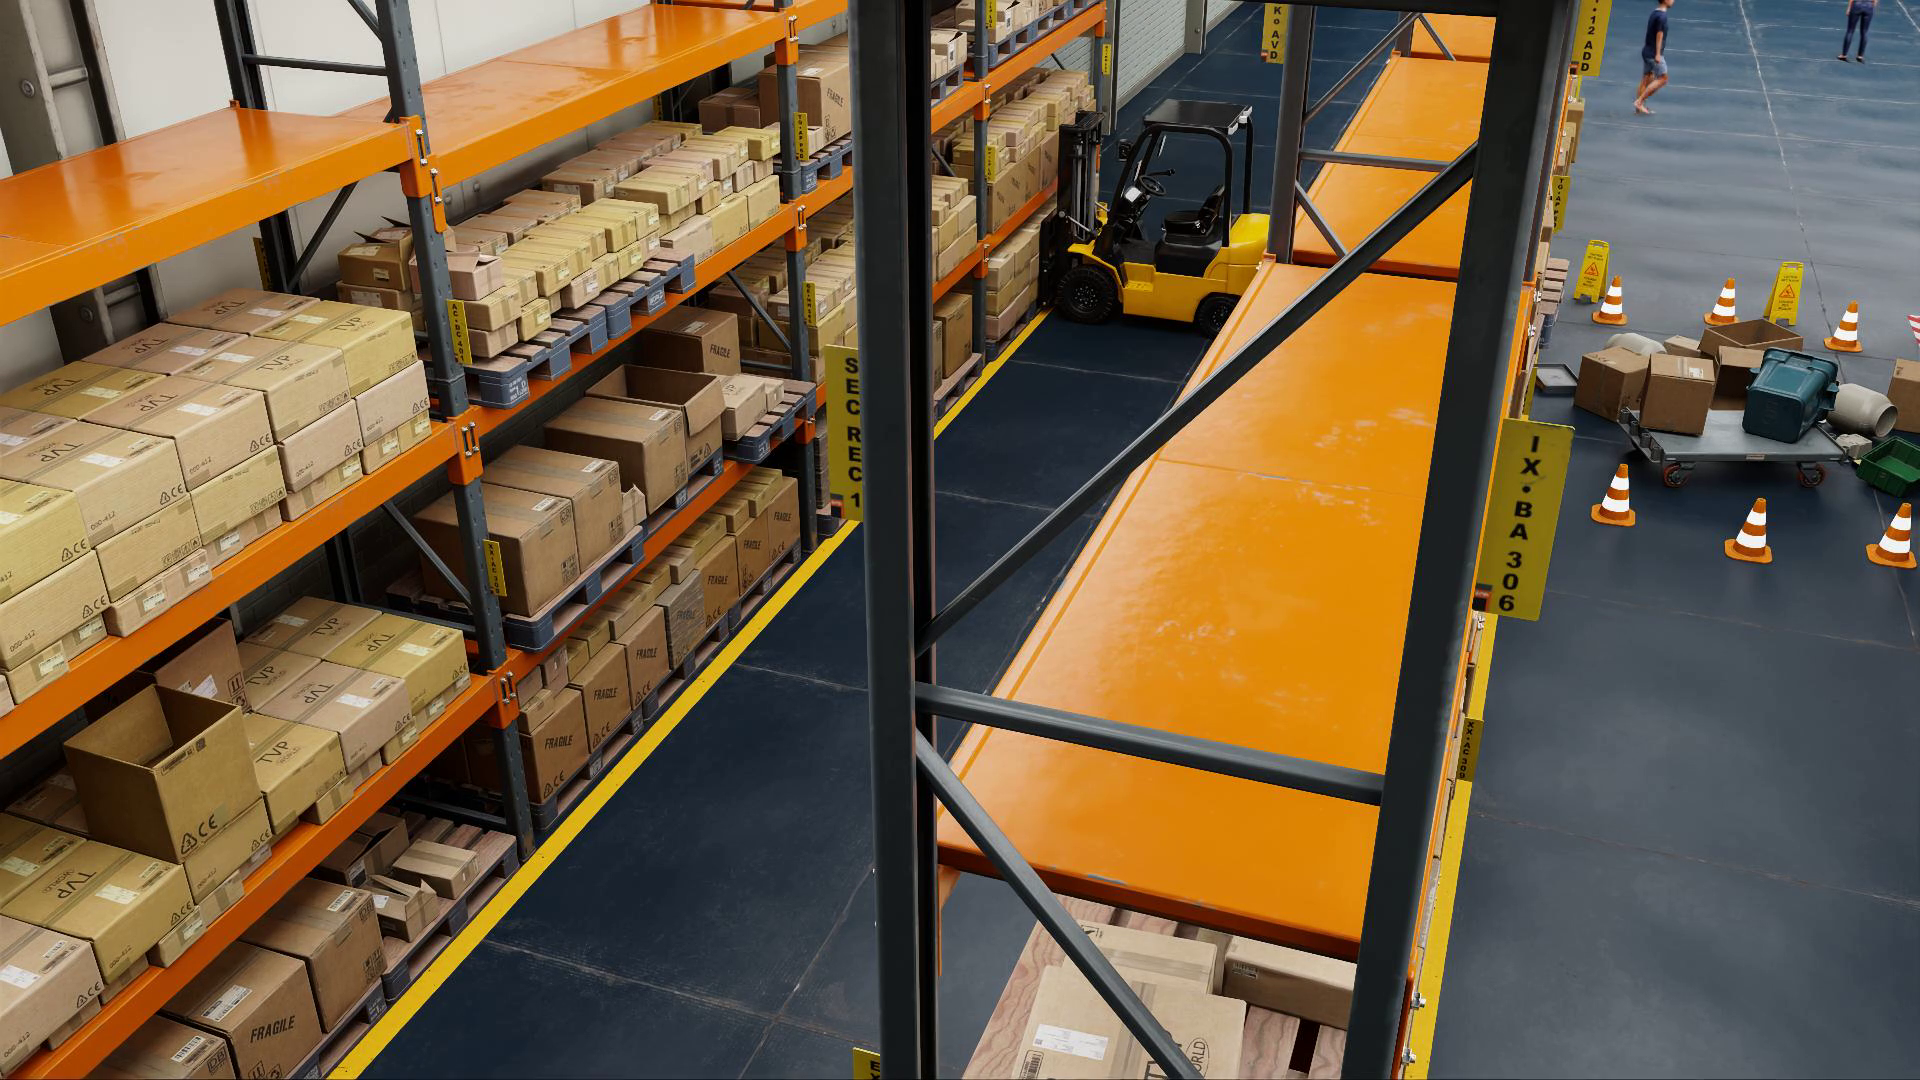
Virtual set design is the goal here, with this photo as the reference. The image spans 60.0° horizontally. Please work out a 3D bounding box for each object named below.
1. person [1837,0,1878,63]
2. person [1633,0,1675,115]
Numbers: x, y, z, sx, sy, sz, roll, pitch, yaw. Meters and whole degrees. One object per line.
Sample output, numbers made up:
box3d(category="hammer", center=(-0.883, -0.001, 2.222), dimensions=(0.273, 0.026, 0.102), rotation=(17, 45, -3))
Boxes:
box3d(category="person", center=(15.381, -9.061, 28.358), dimensions=(0.602, 1.714, 0.563), rotation=(7, 29, 12))
box3d(category="person", center=(10.312, -7.292, 24.903), dimensions=(0.781, 1.841, 0.680), rotation=(2, 28, 3))
